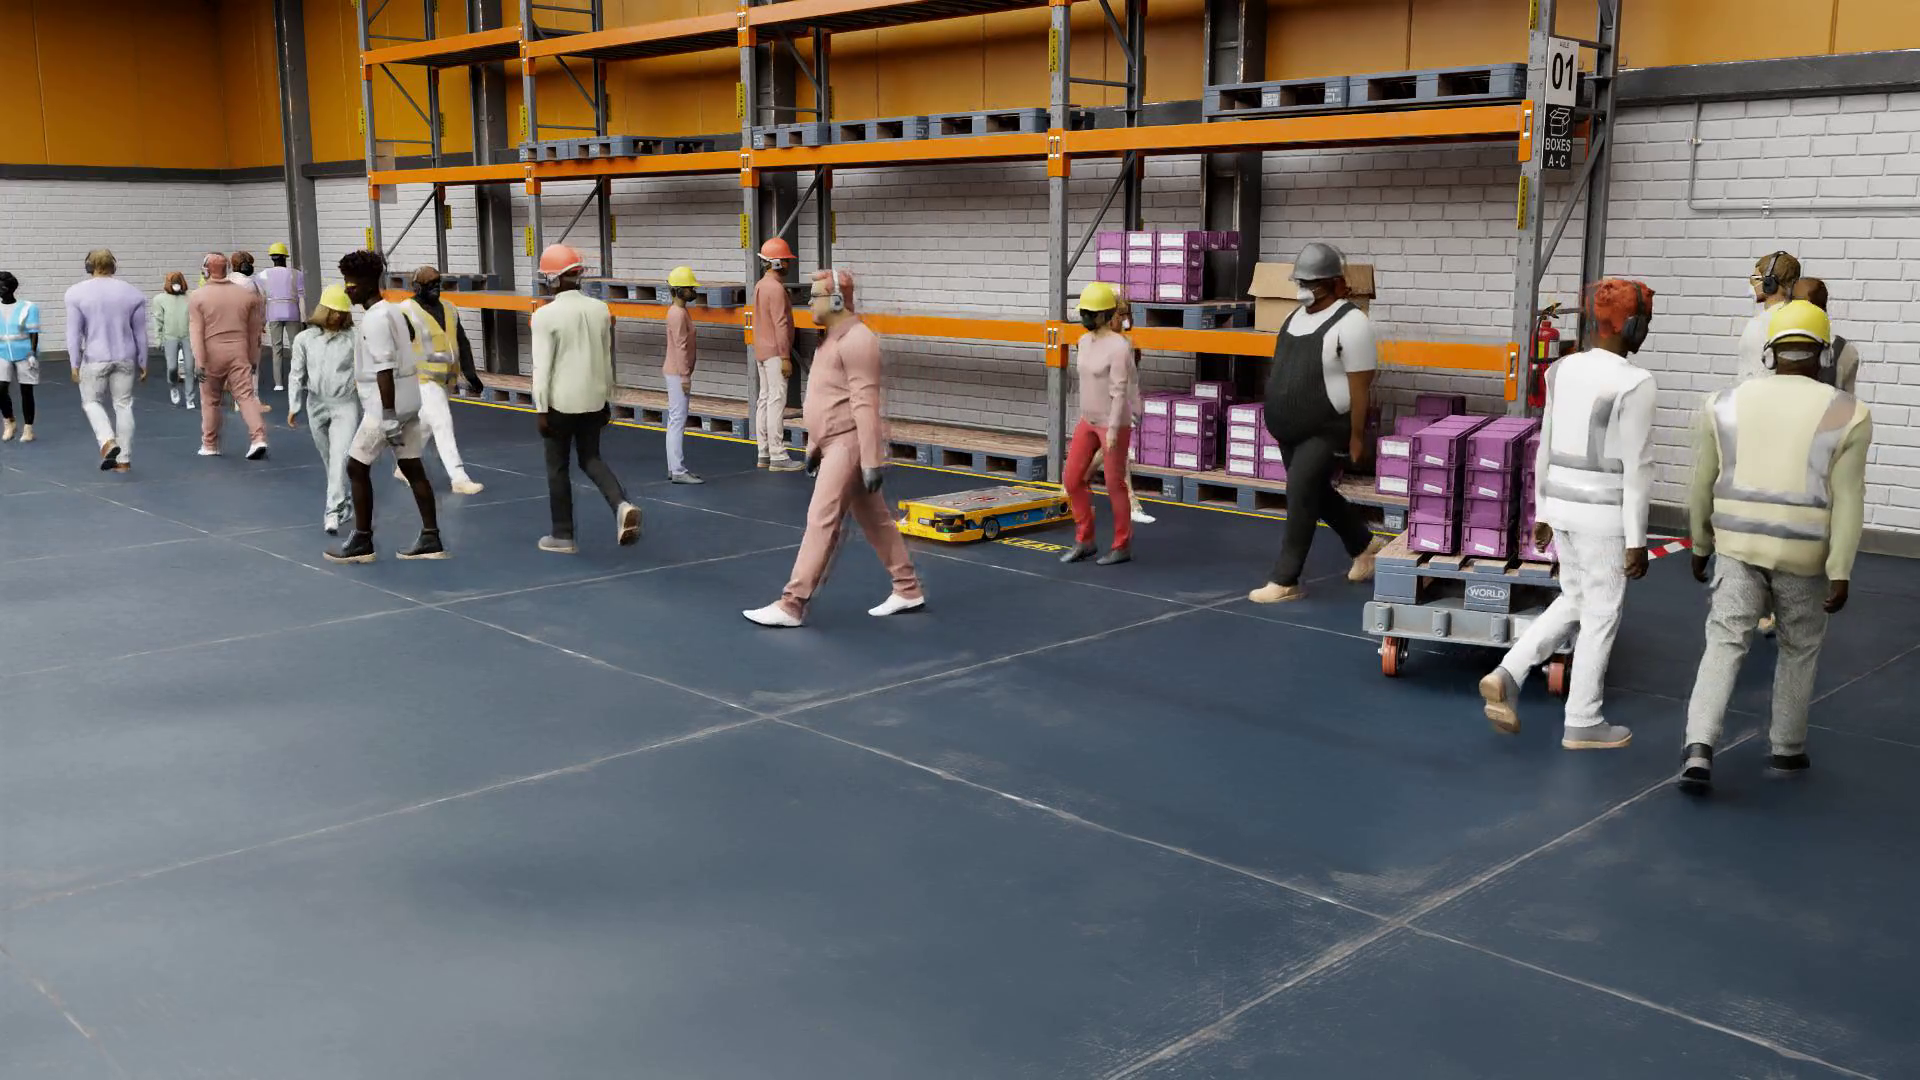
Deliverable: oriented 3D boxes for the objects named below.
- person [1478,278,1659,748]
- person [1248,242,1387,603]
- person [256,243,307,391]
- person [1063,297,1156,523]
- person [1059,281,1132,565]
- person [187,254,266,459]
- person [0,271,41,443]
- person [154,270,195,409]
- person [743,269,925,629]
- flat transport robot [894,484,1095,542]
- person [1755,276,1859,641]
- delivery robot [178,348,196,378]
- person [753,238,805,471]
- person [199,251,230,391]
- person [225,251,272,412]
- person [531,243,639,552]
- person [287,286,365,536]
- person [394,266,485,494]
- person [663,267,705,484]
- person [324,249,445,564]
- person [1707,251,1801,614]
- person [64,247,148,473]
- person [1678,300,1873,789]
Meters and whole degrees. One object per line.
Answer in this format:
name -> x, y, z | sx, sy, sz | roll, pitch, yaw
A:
person -> 2.394, -0.075, 6.439 | 0.571, 1.868, 0.576 | -3, 11, -15
person -> 2.058, -0.691, 9.310 | 0.955, 2.000, 0.683 | -5, 11, -24
person -> -8.806, -2.891, 21.637 | 0.585, 1.921, 0.383 | -4, 11, -18
person -> 1.063, -0.950, 11.940 | 0.842, 1.596, 0.515 | 8, 13, 38
person -> 0.837, -0.693, 10.125 | 0.570, 1.743, 0.533 | -7, 12, -33
person -> -6.649, -1.651, 15.074 | 1.007, 1.870, 0.649 | 10, 14, 42
person -> -9.212, -1.773, 16.206 | 0.534, 1.678, 0.401 | -2, 11, -12
person -> -9.109, -2.337, 19.426 | 0.518, 1.619, 0.406 | -6, 12, -28
person -> -0.628, -0.473, 8.651 | 1.012, 1.851, 0.673 | -3, 11, -14
flat transport robot -> 0.217, -0.201, 11.467 | 1.431, 0.197, 0.652 | -10, 14, -44
person -> 4.136, -0.373, 8.178 | 0.549, 1.825, 0.523 | -1, 10, -4
delivery robot -> -10.545, -2.453, 22.707 | 0.477, 0.478, 0.707 | -4, 11, -22
person -> -1.590, -1.598, 14.378 | 0.381, 1.996, 0.608 | -5, 11, -24
person -> -9.570, -2.821, 21.575 | 0.666, 1.807, 0.434 | 9, 14, 42
person -> -8.190, -2.381, 19.091 | 0.625, 1.837, 0.428 | 9, 14, 42
person -> -2.401, -0.877, 10.511 | 0.677, 1.971, 0.628 | 8, 13, 38
person -> -4.285, -0.887, 11.365 | 0.497, 1.677, 0.934 | -1, 10, -7
person -> -4.217, -1.274, 13.199 | 0.986, 1.797, 0.628 | 5, 11, 23
person -> -2.267, -1.343, 13.618 | 0.326, 1.769, 0.524 | -2, 11, -12
person -> -3.625, -0.809, 10.247 | 0.841, 1.922, 0.641 | 0, 10, -1
person -> 4.326, -0.571, 8.938 | 0.631, 1.940, 0.372 | -10, 15, -44
person -> -7.203, -1.510, 14.102 | 0.648, 1.924, 0.494 | -9, 14, -41
person -> 2.914, 0.042, 6.029 | 0.611, 1.800, 0.805 | 9, 14, 40
